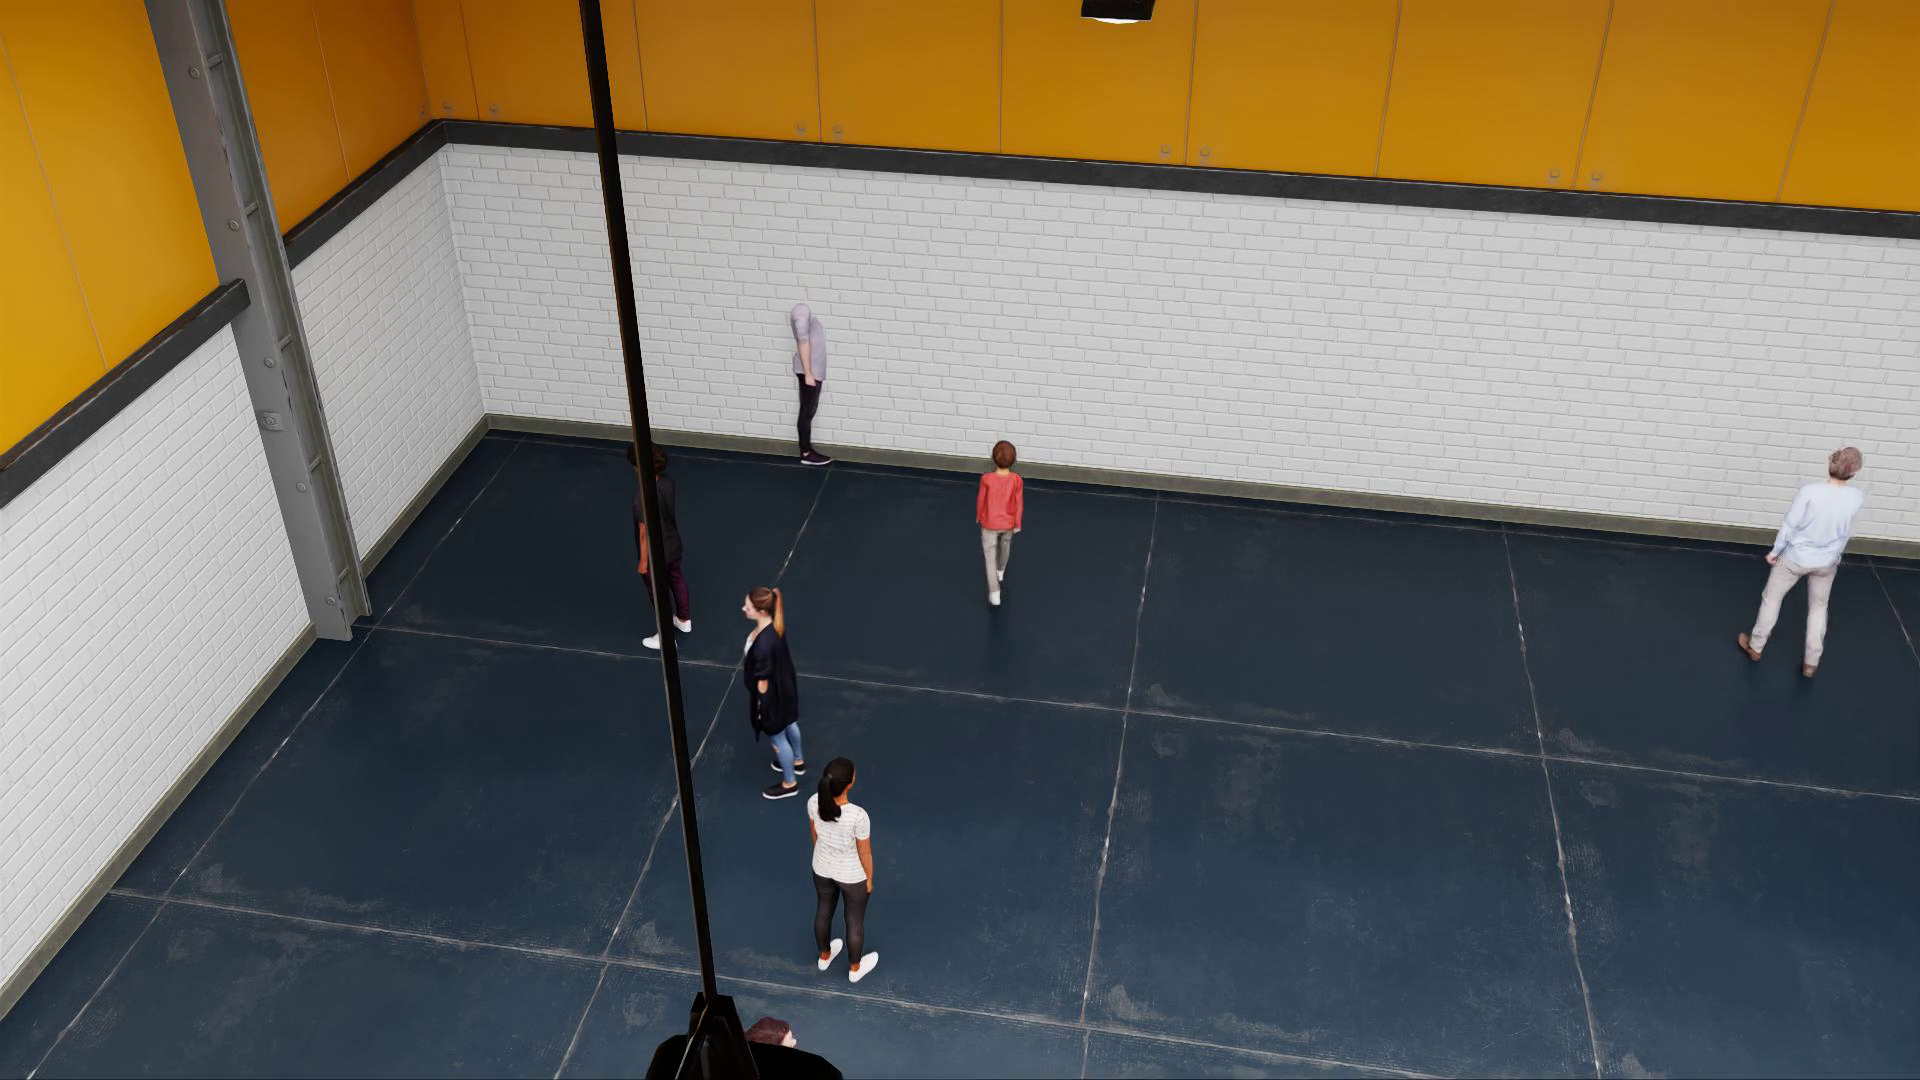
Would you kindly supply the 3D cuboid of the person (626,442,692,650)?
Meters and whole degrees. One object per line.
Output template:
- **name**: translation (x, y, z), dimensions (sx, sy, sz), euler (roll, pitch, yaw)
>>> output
- **person**: translation (-2.294, 0.030, 12.653), dimensions (0.728, 1.781, 0.552), euler (12, 36, 18)

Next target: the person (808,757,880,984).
- **person**: translation (-0.709, 1.953, 9.883), dimensions (0.611, 1.643, 0.594), euler (15, 36, 21)

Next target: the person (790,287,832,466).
- **person**: translation (-1.358, -1.580, 15.026), dimensions (0.753, 1.835, 0.560), euler (1, 34, 2)

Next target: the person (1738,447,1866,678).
- **person**: translation (6.354, 0.159, 12.370), dimensions (0.705, 1.878, 0.775), euler (-1, 34, -1)

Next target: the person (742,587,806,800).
- **person**: translation (-1.247, 1.017, 11.261), dimensions (0.703, 1.677, 0.514), euler (3, 34, 5)

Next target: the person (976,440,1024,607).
- **person**: translation (0.307, -0.125, 13.225), dimensions (0.716, 1.405, 0.983), euler (-6, 34, -8)
